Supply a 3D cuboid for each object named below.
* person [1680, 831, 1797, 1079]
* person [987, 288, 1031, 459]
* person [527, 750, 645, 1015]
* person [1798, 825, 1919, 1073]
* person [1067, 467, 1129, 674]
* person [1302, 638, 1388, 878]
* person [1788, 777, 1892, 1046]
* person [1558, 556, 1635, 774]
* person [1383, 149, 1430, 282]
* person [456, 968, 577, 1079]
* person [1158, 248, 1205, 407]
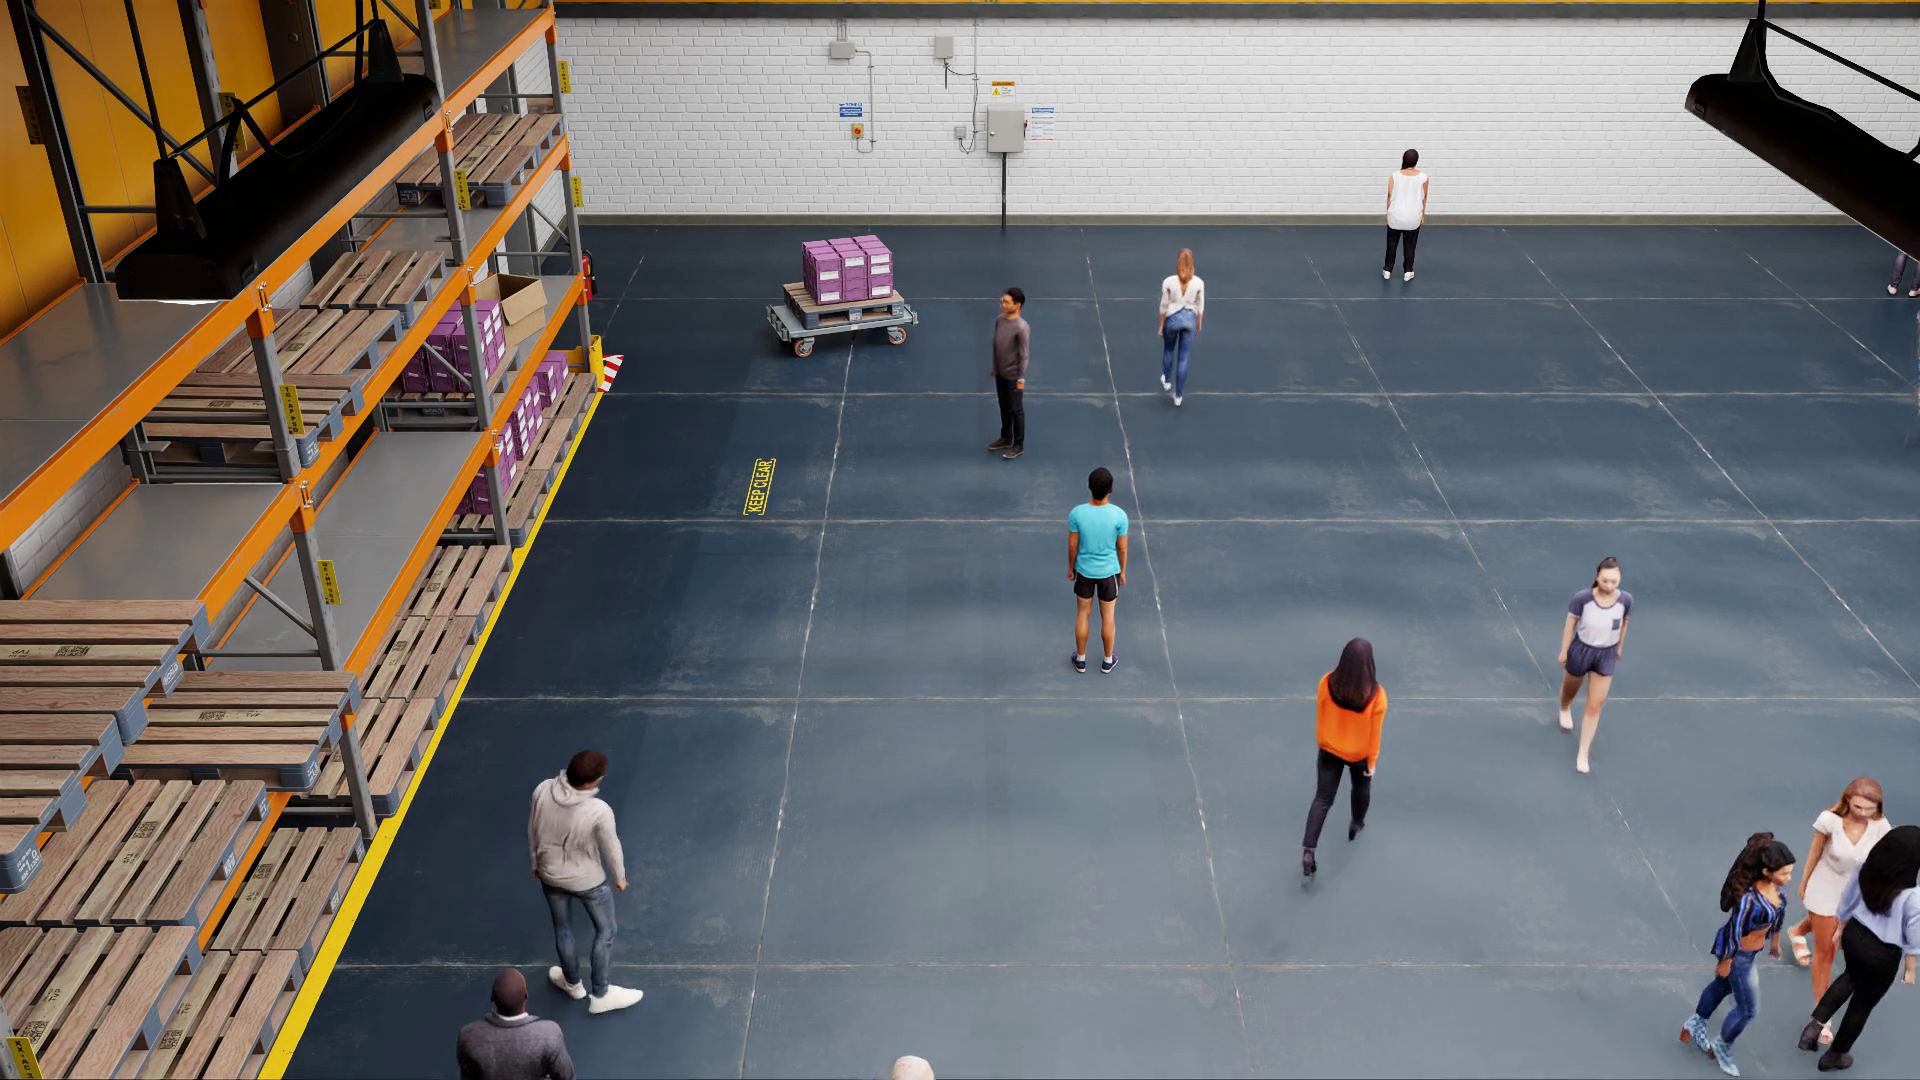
[{"bbox_3d":[4.392,2.317,9.514,0.811,1.605,0.746,23,36,36],"label":"person"},{"bbox_3d":[0.521,-1.685,16.680,0.778,1.768,0.666,6,29,11],"label":"person"},{"bbox_3d":[-2.351,2.005,9.873,0.852,1.810,0.664,-3,29,-5],"label":"person"},{"bbox_3d":[5.039,2.343,9.328,0.817,1.737,0.727,-11,31,-20],"label":"person"},{"bbox_3d":[1.083,0.249,13.127,0.641,1.775,0.546,3,29,6],"label":"person"},{"bbox_3d":[2.505,1.459,10.976,0.994,1.711,1.203,16,32,26],"label":"person"},{"bbox_3d":[5.235,2.052,9.962,0.772,1.642,1.255,5,29,8],"label":"person"},{"bbox_3d":[4.624,0.833,12.236,0.752,1.604,1.090,5,29,8],"label":"person"},{"bbox_3d":[5.703,-4.189,21.356,0.731,1.687,0.714,9,30,16],"label":"person"},{"bbox_3d":[-2.188,2.909,8.222,0.786,1.803,0.927,-2,29,-4],"label":"person"},{"bbox_3d":[2.360,-2.250,17.786,0.672,1.702,0.890,2,29,5],"label":"person"}]
